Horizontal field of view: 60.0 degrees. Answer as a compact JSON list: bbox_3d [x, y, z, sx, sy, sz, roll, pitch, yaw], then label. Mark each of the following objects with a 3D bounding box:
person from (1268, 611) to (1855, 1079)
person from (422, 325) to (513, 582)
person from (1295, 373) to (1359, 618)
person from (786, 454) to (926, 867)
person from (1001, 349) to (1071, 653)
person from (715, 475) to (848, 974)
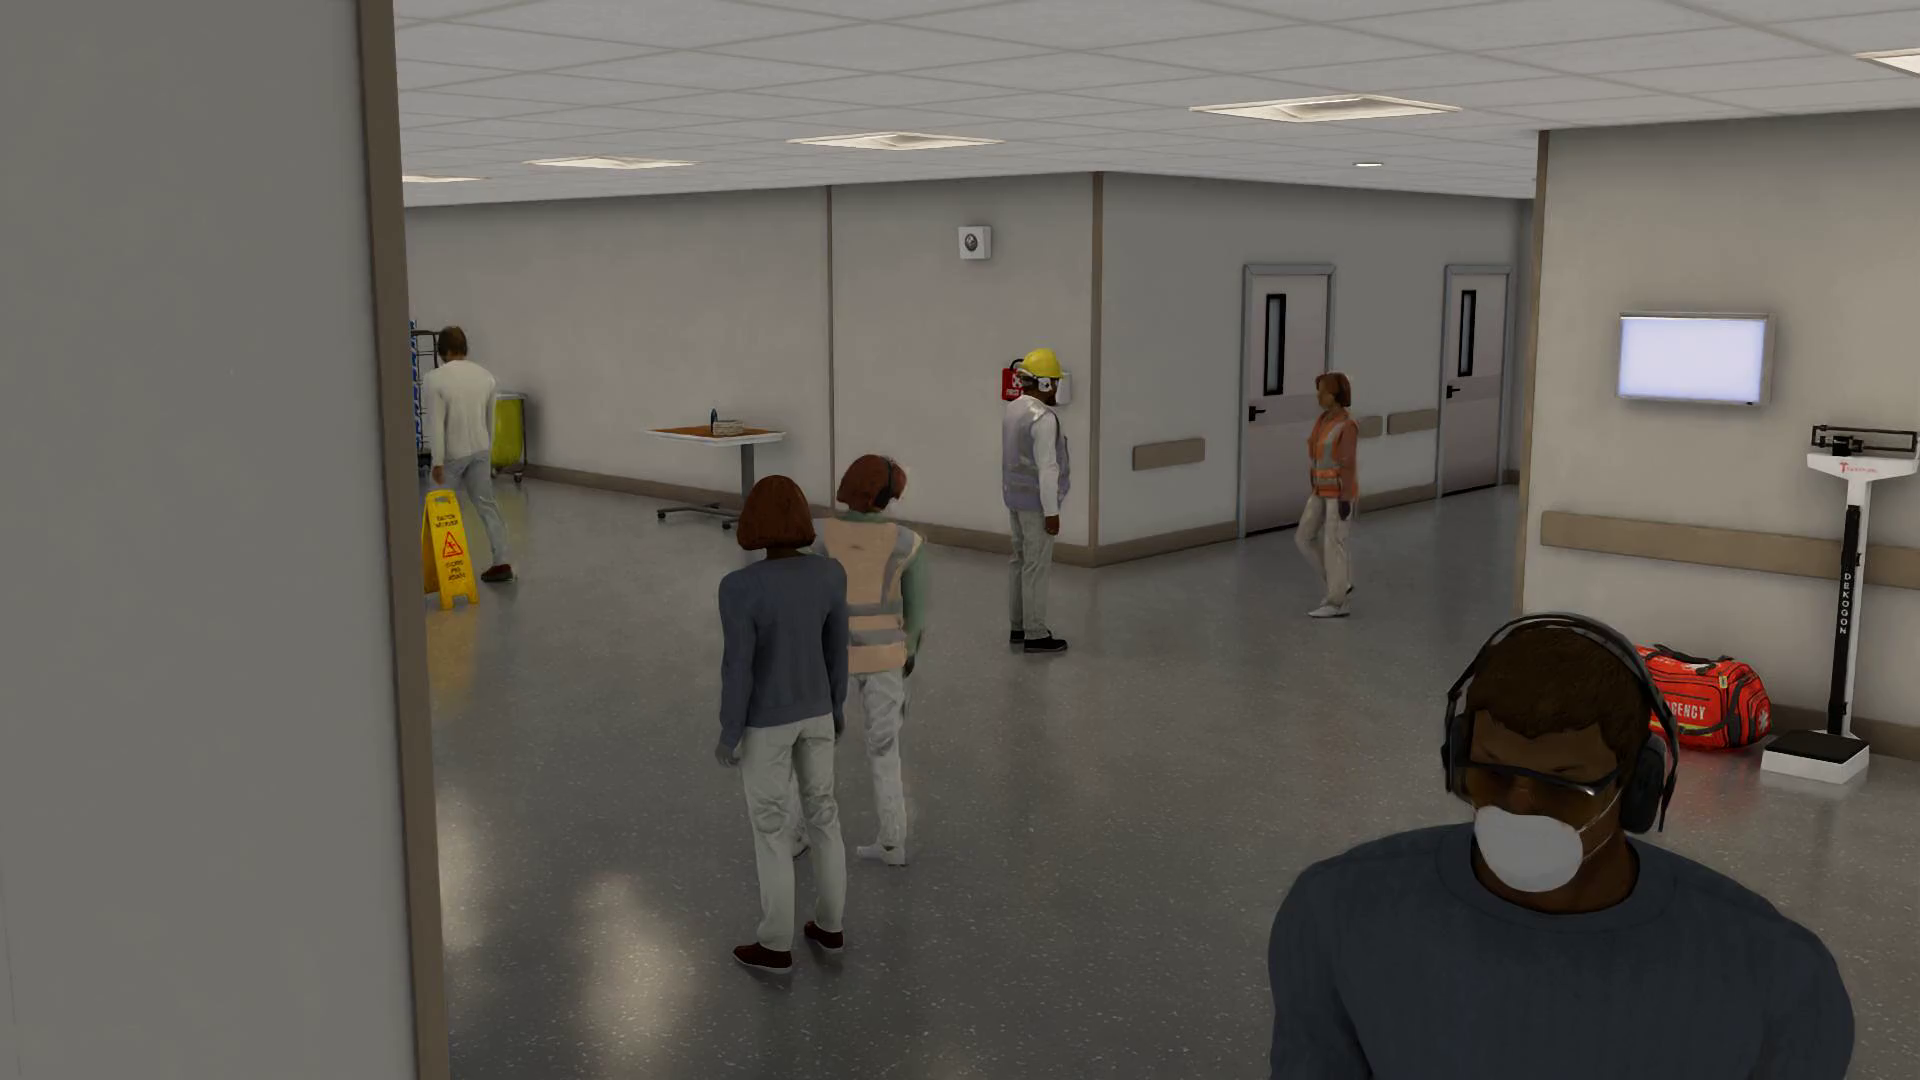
[{"bbox_3d":[0.648,1.025,1.945,0.635,1.936,0.353,3,10,20],"label":"person"},{"bbox_3d":[-3.665,-0.633,12.272,1.019,1.890,0.650,8,12,39],"label":"person"},{"bbox_3d":[2.423,-0.288,10.926,0.367,1.621,0.548,-2,10,-13],"label":"person"},{"bbox_3d":[-0.414,0.469,6.391,0.574,1.610,0.371,0,9,-3],"label":"person"},{"bbox_3d":[0.459,-0.235,10.032,0.403,1.824,0.590,-3,10,-20],"label":"person"},{"bbox_3d":[-0.578,0.601,5.471,0.507,1.631,0.266,-8,12,-41],"label":"person"}]
